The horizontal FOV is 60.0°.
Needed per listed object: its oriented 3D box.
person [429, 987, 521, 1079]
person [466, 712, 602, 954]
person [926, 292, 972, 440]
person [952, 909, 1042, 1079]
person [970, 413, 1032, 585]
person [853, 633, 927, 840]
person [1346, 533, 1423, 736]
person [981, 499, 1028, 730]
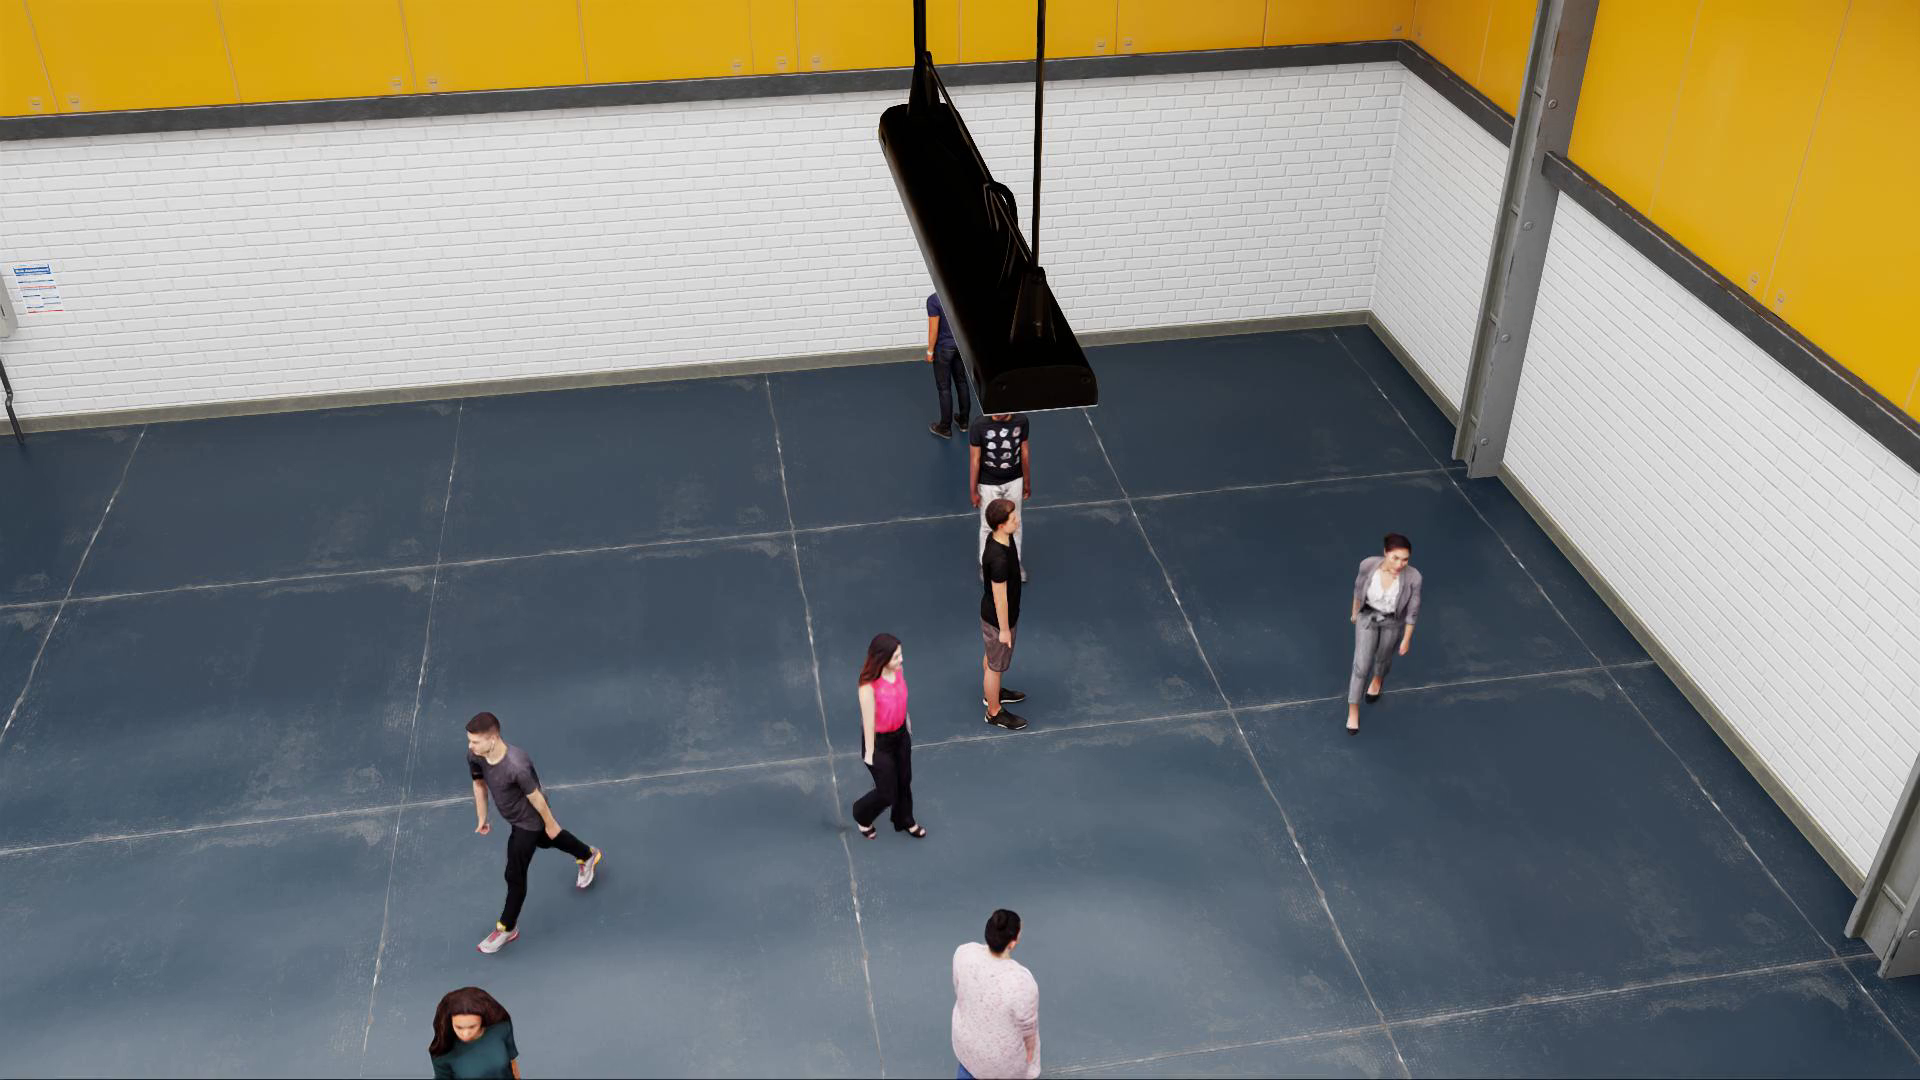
[{"bbox_3d":[-2.437,2.875,8.546,0.690,1.615,0.714,-21,39,-29],"label":"person"},{"bbox_3d":[-2.612,1.680,10.269,1.222,1.697,1.236,22,40,30],"label":"person"},{"bbox_3d":[-0.096,-1.793,15.410,0.720,1.790,0.691,-23,40,-30],"label":"person"},{"bbox_3d":[0.164,2.606,8.834,0.790,1.744,0.857,23,40,30],"label":"person"},{"bbox_3d":[0.323,-0.475,13.418,0.667,1.801,0.618,-8,34,-12],"label":"person"},{"bbox_3d":[-0.520,1.307,10.870,0.854,1.653,0.793,18,38,25],"label":"person"},{"bbox_3d":[3.040,0.577,11.990,0.927,1.629,1.067,17,37,23],"label":"person"},{"bbox_3d":[0.282,0.498,11.899,0.777,1.863,0.591,1,34,1],"label":"person"}]
